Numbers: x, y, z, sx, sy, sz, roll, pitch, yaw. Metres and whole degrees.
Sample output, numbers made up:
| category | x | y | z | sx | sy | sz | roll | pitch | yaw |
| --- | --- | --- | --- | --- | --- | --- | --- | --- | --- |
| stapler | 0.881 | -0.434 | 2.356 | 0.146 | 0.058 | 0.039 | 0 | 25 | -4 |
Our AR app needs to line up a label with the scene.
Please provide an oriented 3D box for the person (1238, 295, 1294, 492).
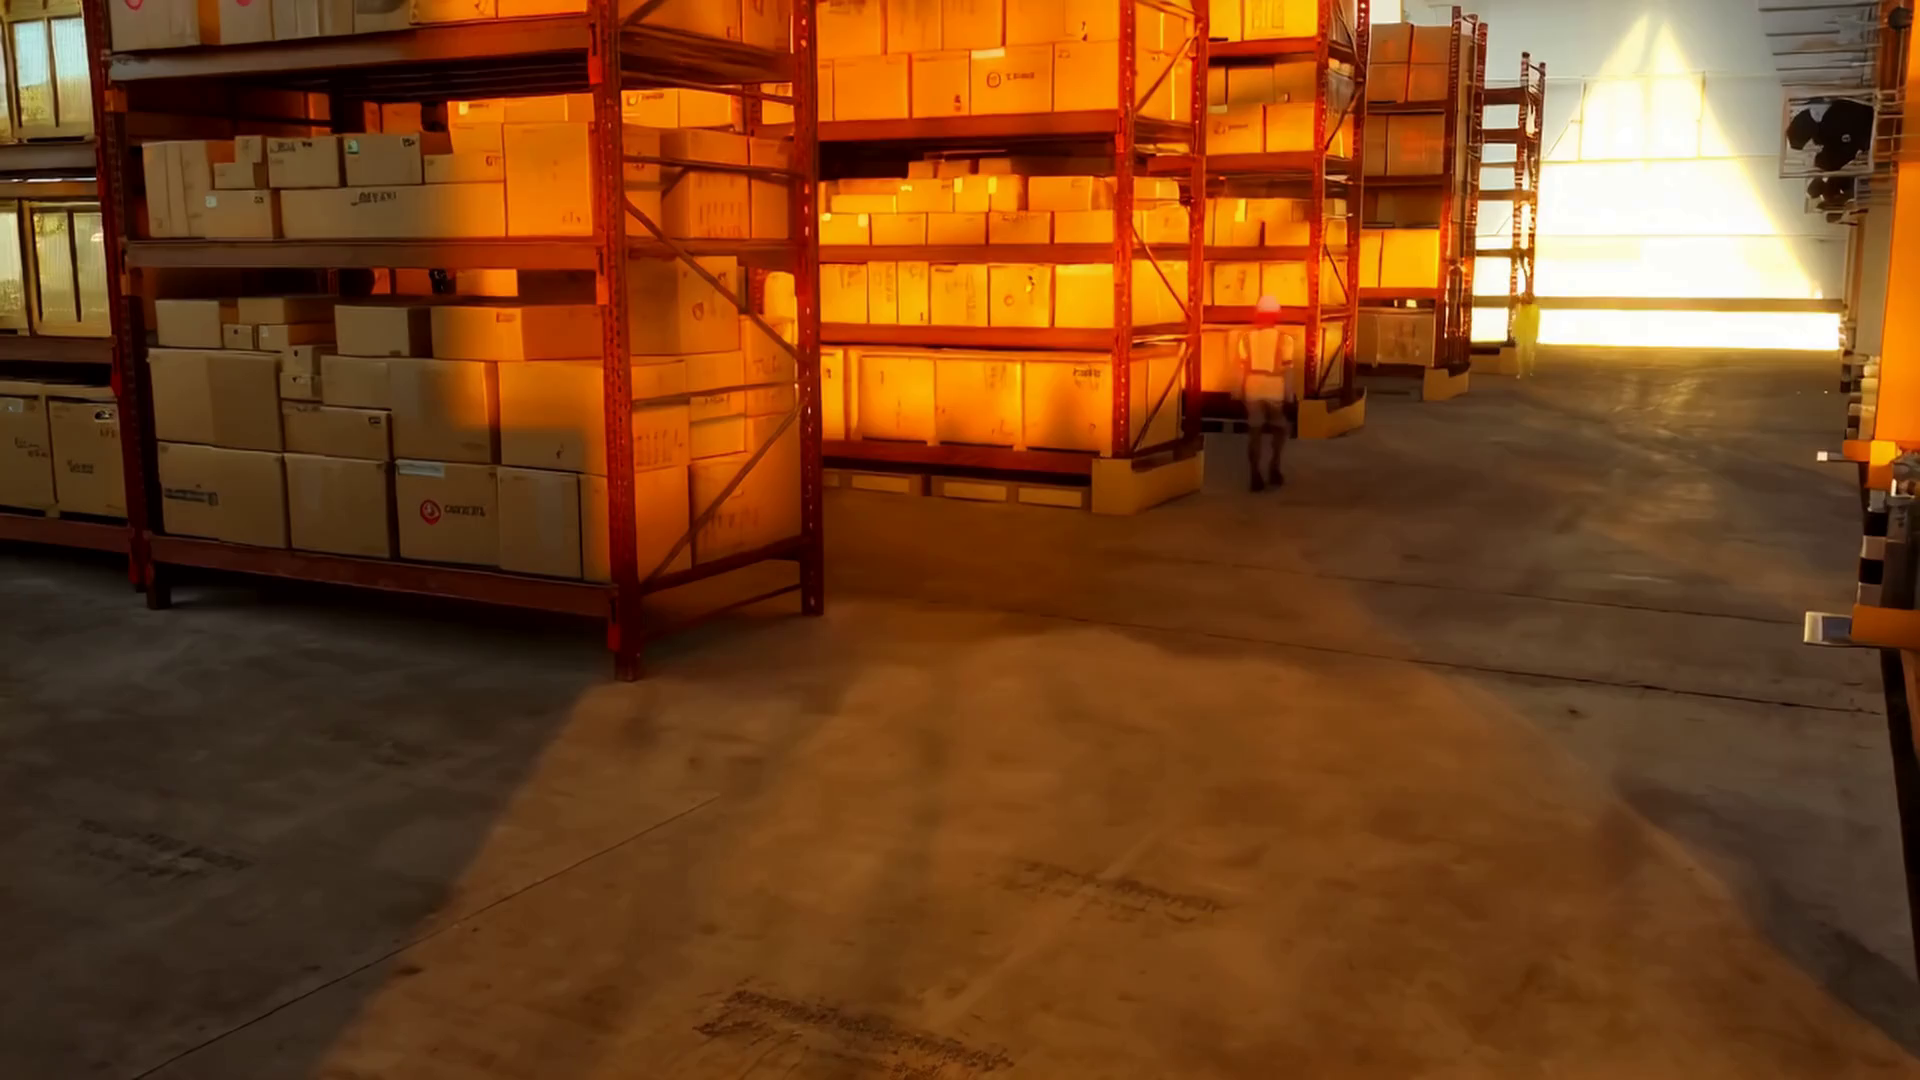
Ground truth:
| category | x | y | z | sx | sy | sz | roll | pitch | yaw |
| --- | --- | --- | --- | --- | --- | --- | --- | --- | --- |
| person | 3.017 | -1.438 | 16.352 | 0.577 | 1.914 | 0.596 | 5 | 11 | 25 |

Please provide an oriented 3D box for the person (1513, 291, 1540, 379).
| category | x | y | z | sx | sy | sz | roll | pitch | yaw |
| --- | --- | --- | --- | --- | --- | --- | --- | --- | --- |
| person | 10.521 | -3.801 | 30.867 | 0.524 | 1.623 | 0.547 | 8 | 13 | 40 |
